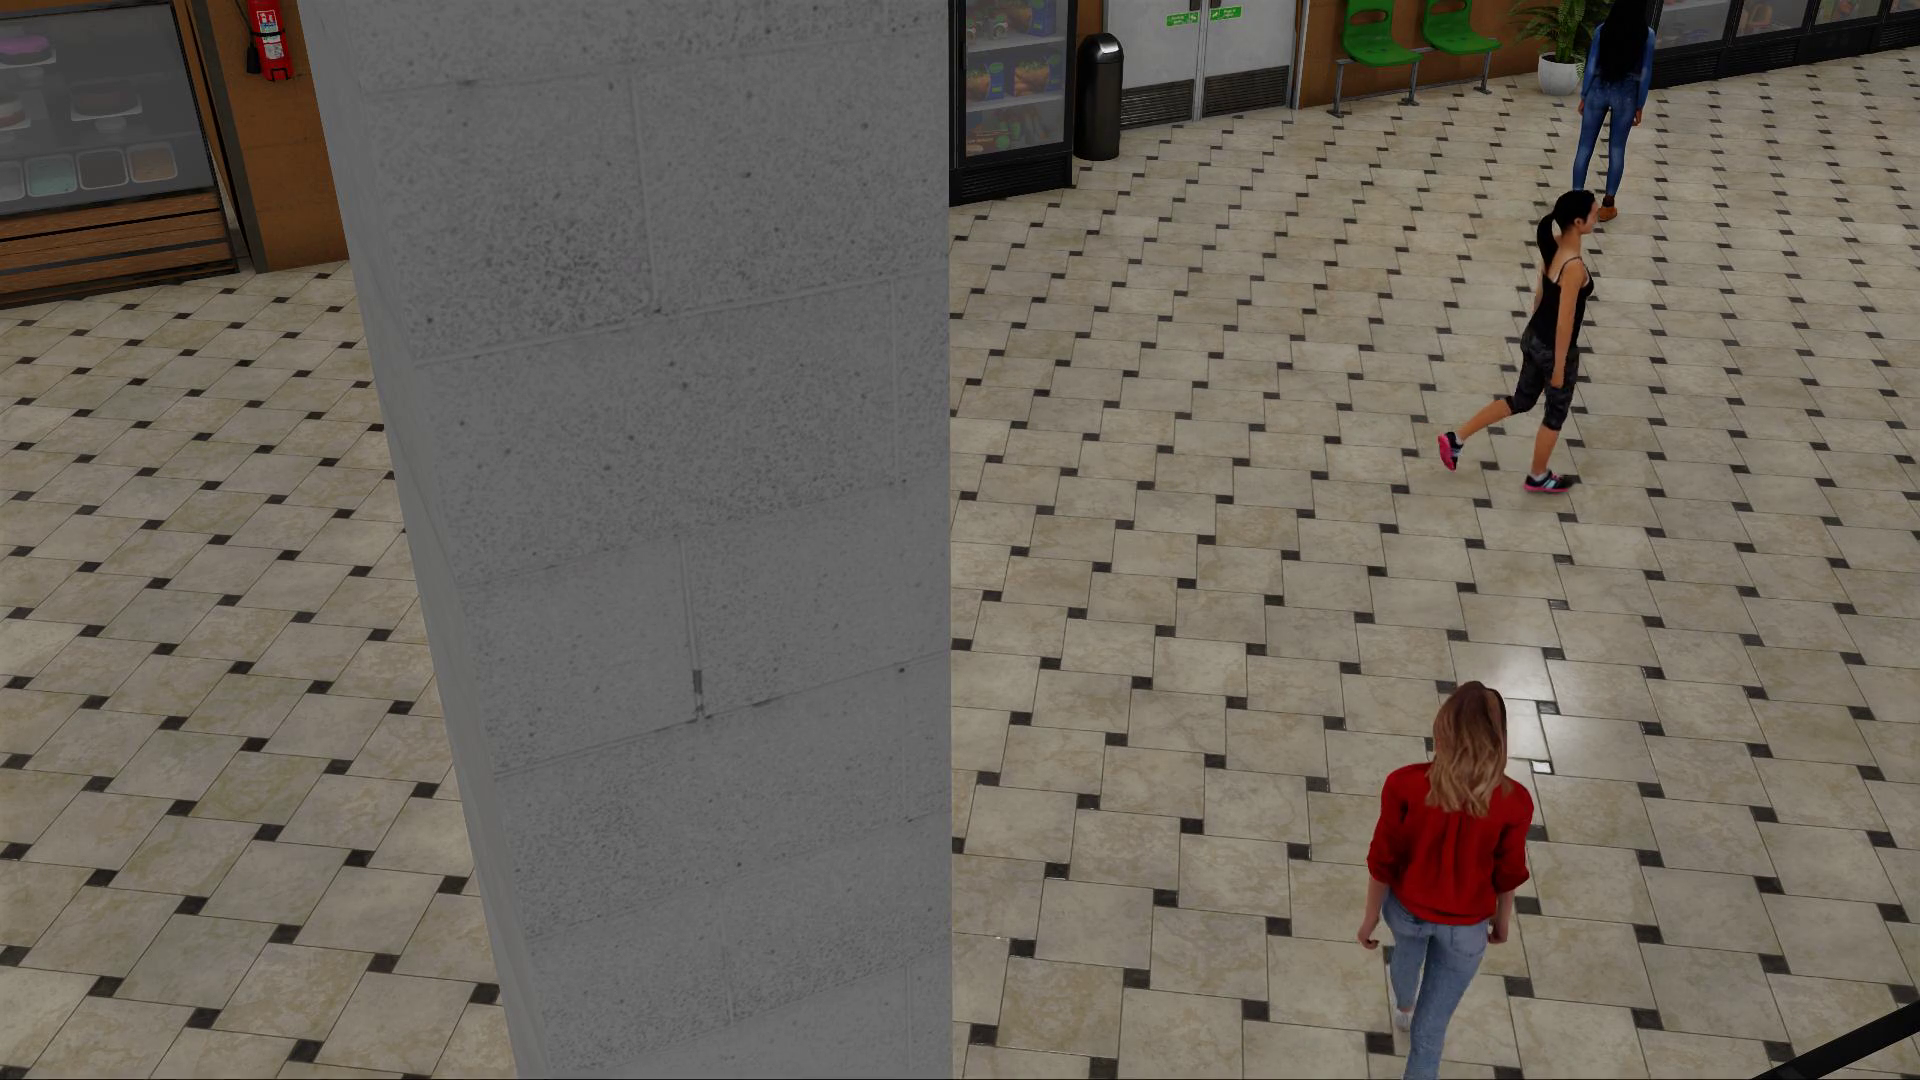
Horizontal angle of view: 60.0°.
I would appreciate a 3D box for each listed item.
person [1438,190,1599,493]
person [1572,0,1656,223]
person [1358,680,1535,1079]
[{"bbox_3d":[2.980,-0.991,8.693,0.871,1.705,1.004,-1,32,-1],"label":"person"},{"bbox_3d":[4.794,-3.213,12.258,0.664,1.712,0.750,15,35,22],"label":"person"},{"bbox_3d":[1.471,1.237,5.158,1.133,1.657,1.202,10,33,15],"label":"person"}]
